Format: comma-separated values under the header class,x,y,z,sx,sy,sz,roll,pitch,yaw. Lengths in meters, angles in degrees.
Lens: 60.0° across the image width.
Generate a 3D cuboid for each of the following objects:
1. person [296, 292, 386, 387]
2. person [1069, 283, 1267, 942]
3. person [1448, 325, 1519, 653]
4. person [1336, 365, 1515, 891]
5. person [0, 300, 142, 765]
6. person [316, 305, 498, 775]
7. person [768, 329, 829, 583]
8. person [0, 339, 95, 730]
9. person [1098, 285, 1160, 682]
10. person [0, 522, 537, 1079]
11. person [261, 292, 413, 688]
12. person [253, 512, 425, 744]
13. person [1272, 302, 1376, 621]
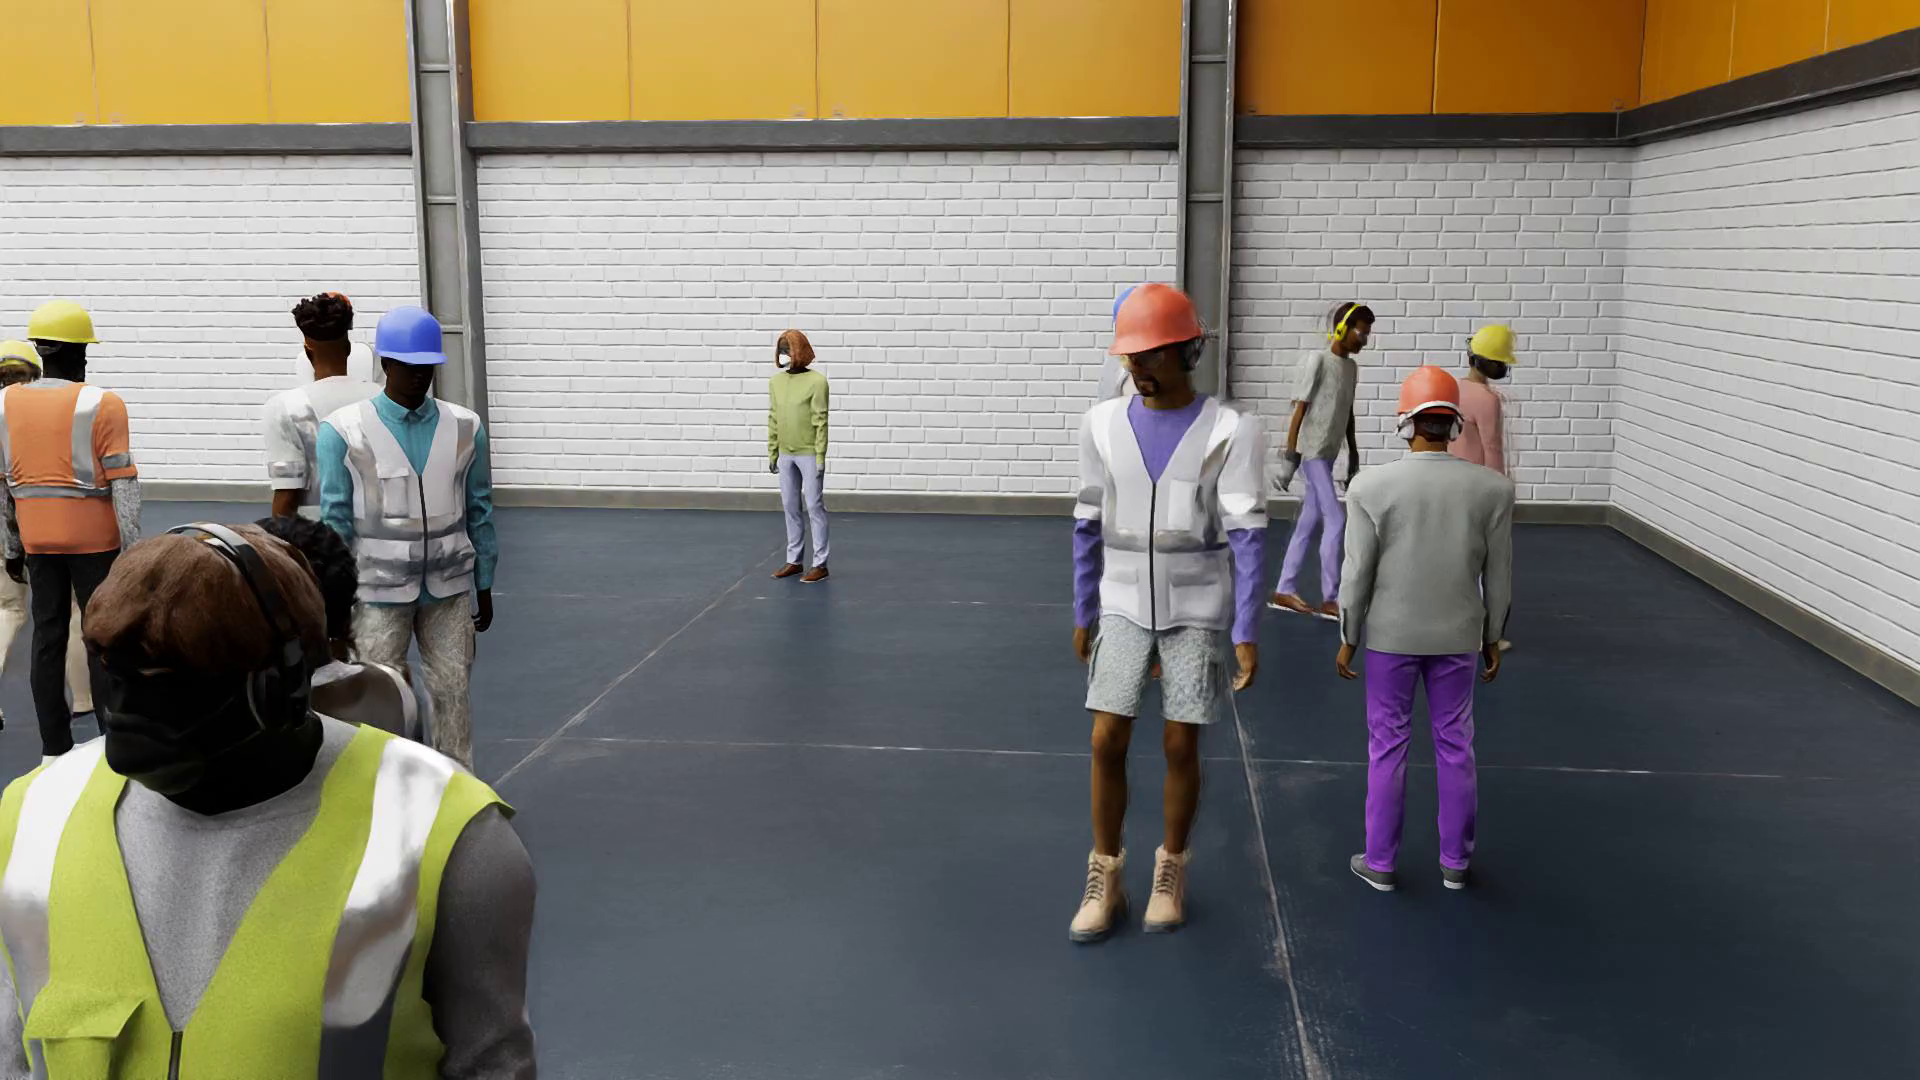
class,x,y,z,sx,sy,sz,roll,pitch,yaw
person,-3.578,-0.492,9.674,0.340,1.883,0.586,7,12,34
person,0.596,0.245,5.061,0.650,2.021,0.617,4,11,21
person,2.765,-0.271,8.863,0.405,1.731,0.552,-1,10,-7
person,1.532,0.297,5.540,0.575,1.747,0.341,0,10,-1
person,-3.611,-0.008,6.785,0.594,1.924,0.382,0,10,3
person,-1.903,0.159,5.800,0.605,1.939,0.415,-7,12,-36
person,-1.036,-0.539,10.692,0.494,1.624,0.279,7,12,35
person,-4.171,-0.014,7.370,0.546,1.729,0.631,-1,10,-6
person,0.858,-0.279,8.265,0.377,1.950,0.612,-2,10,-9
person,-0.802,0.885,1.927,0.623,1.840,0.430,0,10,-1
person,-2.386,0.033,6.440,0.362,1.962,0.614,8,13,40
person,-1.214,0.770,3.086,0.884,1.646,0.550,3,10,17
person,2.159,-0.443,9.575,0.796,1.821,0.580,8,12,37
